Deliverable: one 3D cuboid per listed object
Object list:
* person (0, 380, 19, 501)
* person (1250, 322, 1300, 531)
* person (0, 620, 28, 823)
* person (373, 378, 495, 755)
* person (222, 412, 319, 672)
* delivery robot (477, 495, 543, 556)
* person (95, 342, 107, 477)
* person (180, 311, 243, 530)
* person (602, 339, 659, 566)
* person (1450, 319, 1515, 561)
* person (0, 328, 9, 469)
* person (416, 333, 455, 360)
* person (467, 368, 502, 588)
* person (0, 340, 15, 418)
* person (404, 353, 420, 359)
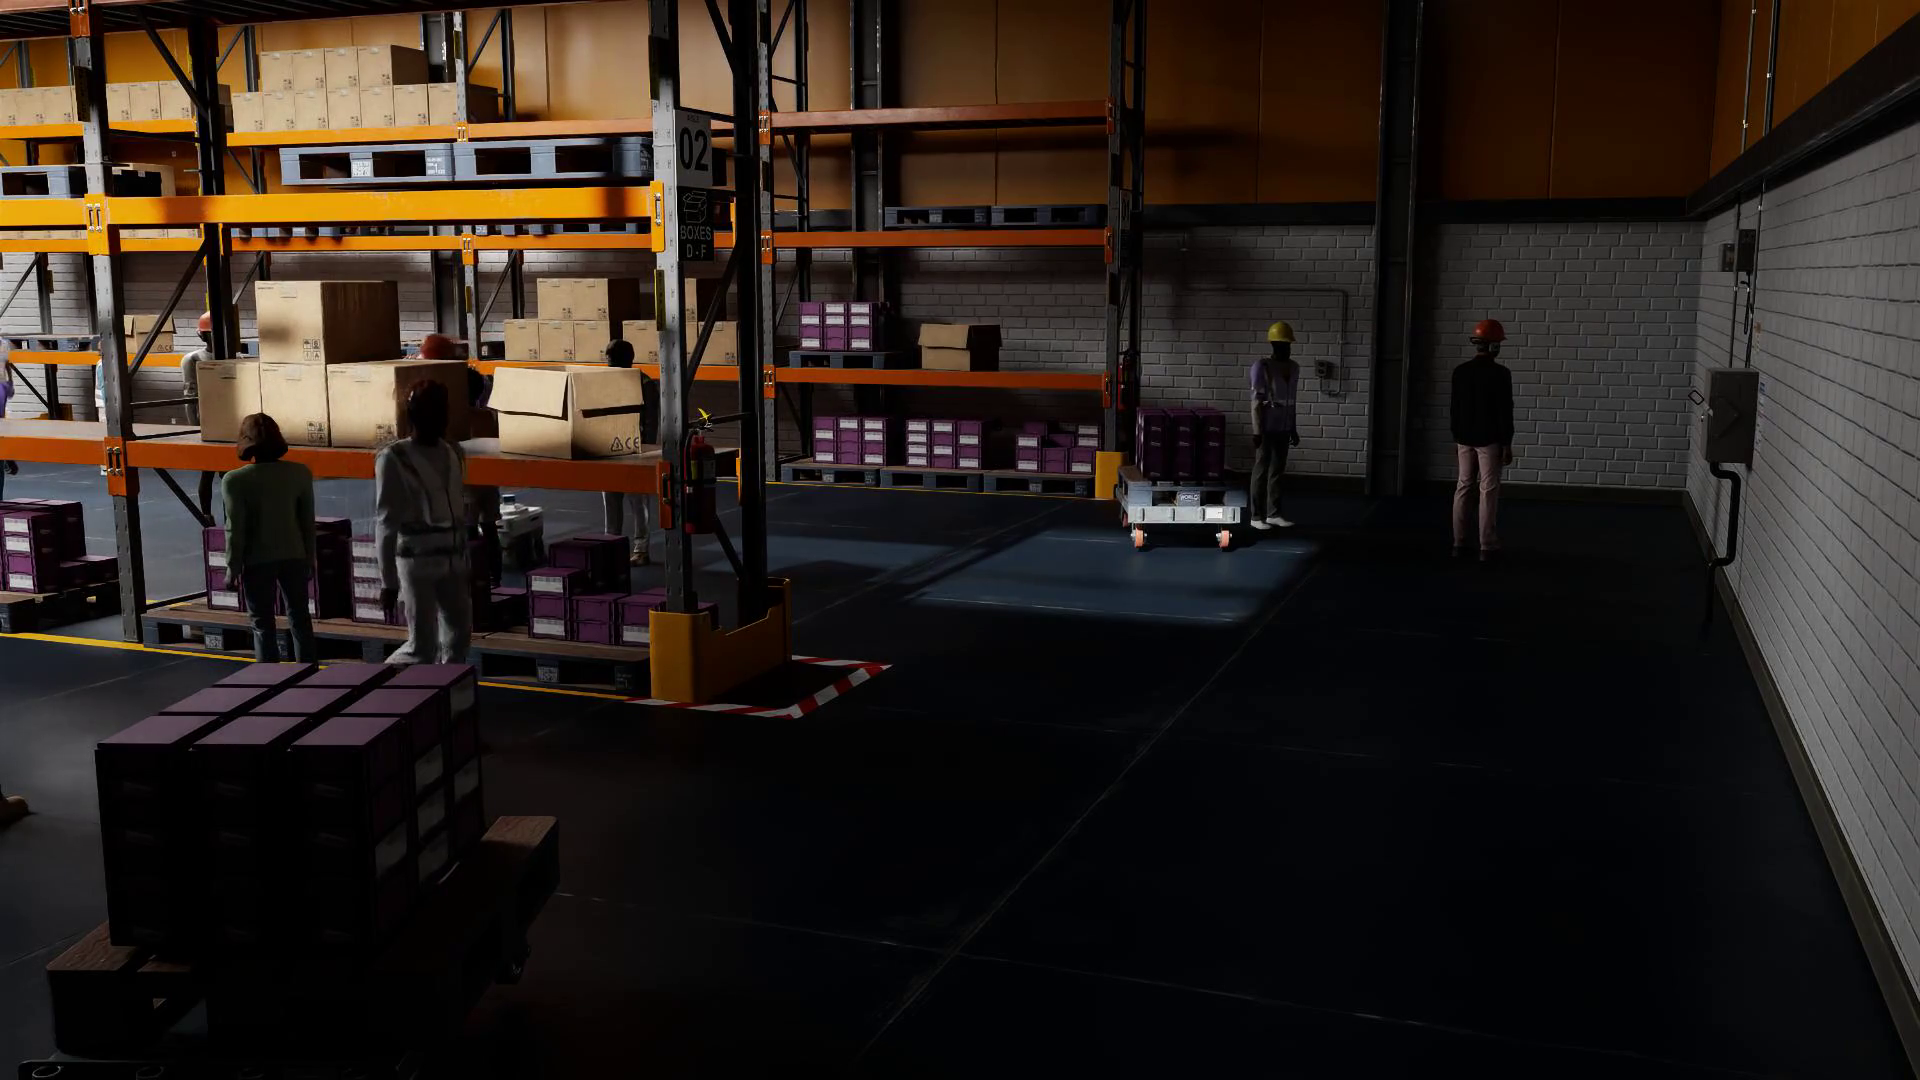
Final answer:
[{"bbox_3d":[-7.812,-0.662,13.250,0.388,1.838,0.564,3,10,21],"label":"person"},{"bbox_3d":[2.941,-1.059,15.461,0.588,1.928,0.384,-7,11,-36],"label":"person"},{"bbox_3d":[-4.377,0.219,7.085,0.690,2.000,0.538,1,9,7],"label":"person"},{"bbox_3d":[-2.647,0.136,8.165,0.650,1.869,0.581,4,10,24],"label":"person"},{"bbox_3d":[-3.680,0.134,8.891,0.281,1.633,0.499,8,12,41],"label":"person"},{"bbox_3d":[-3.690,-0.128,13.621,0.477,0.478,0.707,1,9,7],"label":"delivery robot"},{"bbox_3d":[-9.985,-1.559,19.541,0.316,1.631,0.512,-3,9,-16],"label":"person"},{"bbox_3d":[-6.641,-1.033,14.936,0.370,2.044,0.608,5,10,29],"label":"person"},{"bbox_3d":[-2.750,-0.708,13.520,0.625,1.846,0.429,4,10,23],"label":"person"},{"bbox_3d":[4.329,-0.823,13.772,0.375,1.995,0.610,-6,11,-32],"label":"person"},{"bbox_3d":[-11.816,-1.782,20.053,0.630,1.912,0.575,-1,9,-5],"label":"person"},{"bbox_3d":[-4.004,-0.684,13.177,0.552,1.913,0.590,6,11,32],"label":"person"},{"bbox_3d":[-3.499,-0.383,11.943,0.319,1.696,0.532,4,10,22],"label":"person"},{"bbox_3d":[-12.676,-2.019,21.867,0.506,1.803,1.034,-9,13,-44],"label":"person"},{"bbox_3d":[-5.001,-0.920,15.497,0.308,1.639,0.510,5,10,29],"label":"person"}]
